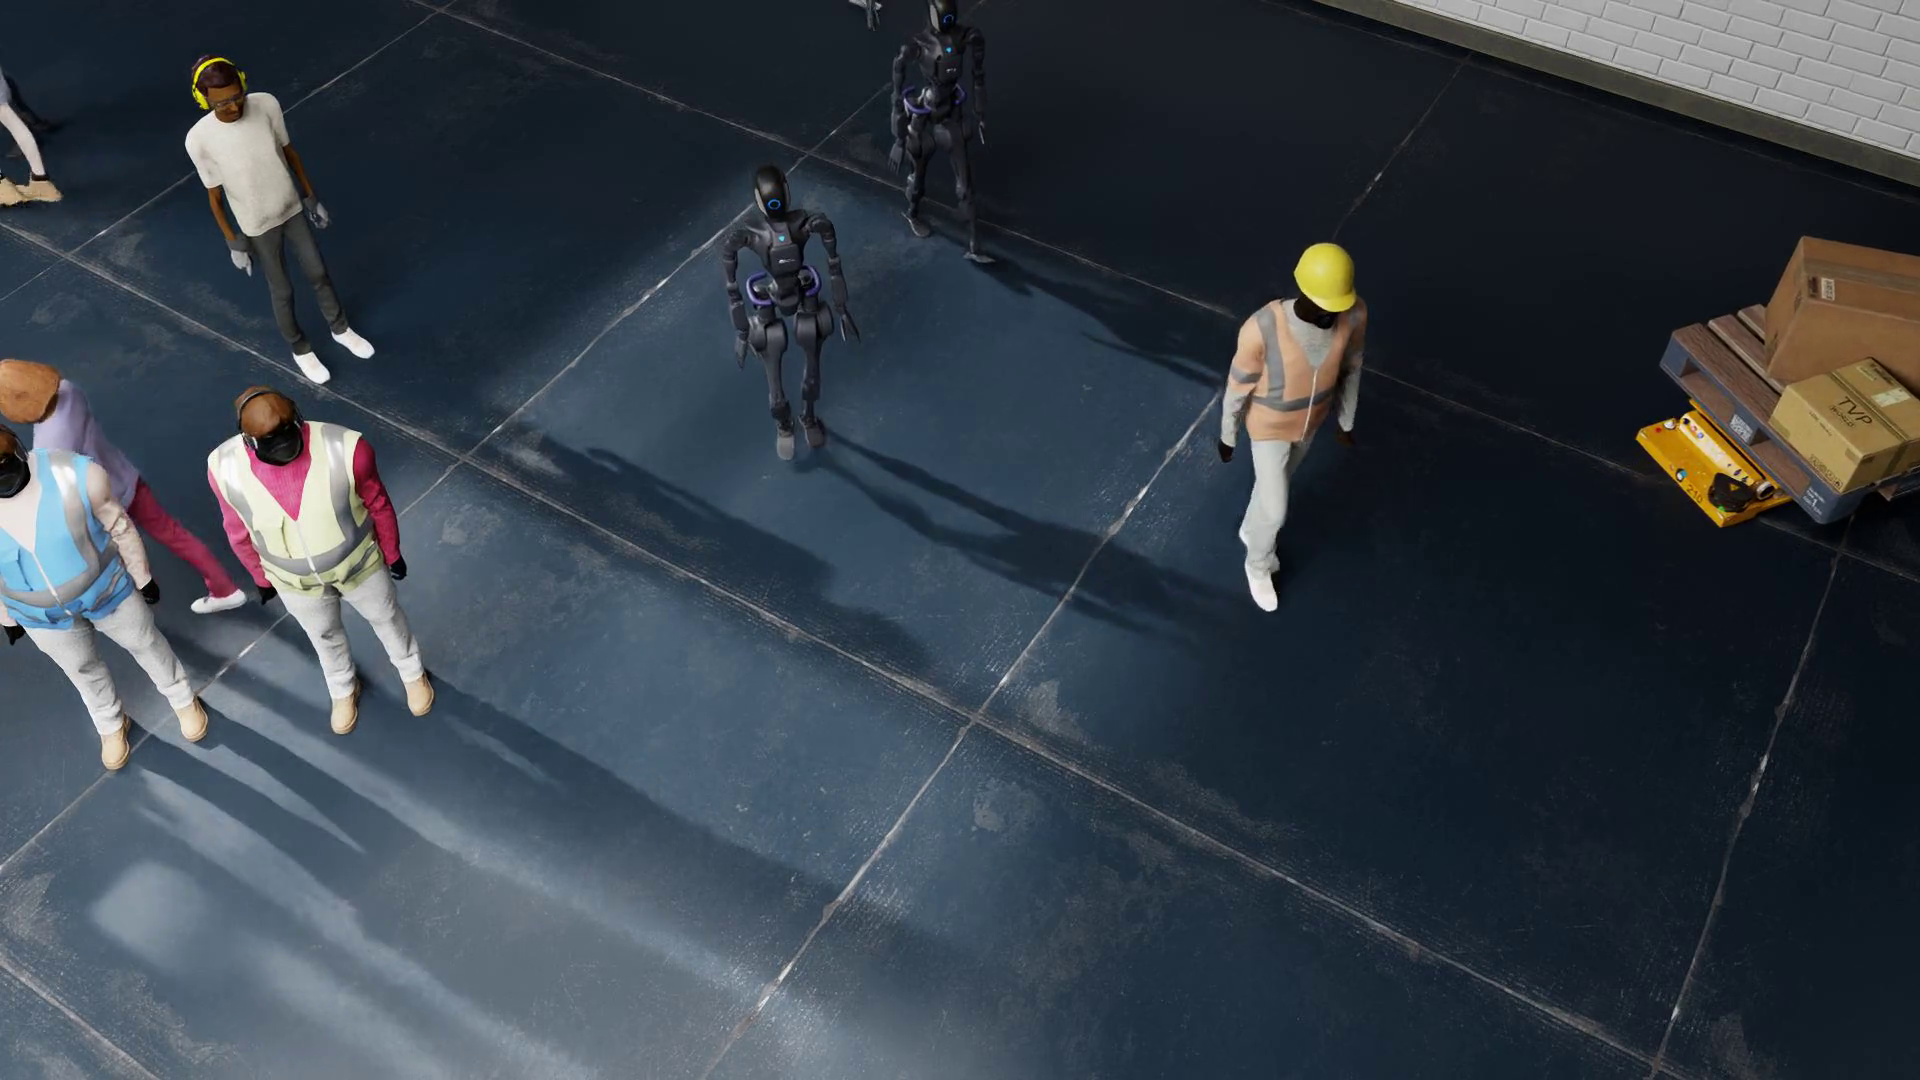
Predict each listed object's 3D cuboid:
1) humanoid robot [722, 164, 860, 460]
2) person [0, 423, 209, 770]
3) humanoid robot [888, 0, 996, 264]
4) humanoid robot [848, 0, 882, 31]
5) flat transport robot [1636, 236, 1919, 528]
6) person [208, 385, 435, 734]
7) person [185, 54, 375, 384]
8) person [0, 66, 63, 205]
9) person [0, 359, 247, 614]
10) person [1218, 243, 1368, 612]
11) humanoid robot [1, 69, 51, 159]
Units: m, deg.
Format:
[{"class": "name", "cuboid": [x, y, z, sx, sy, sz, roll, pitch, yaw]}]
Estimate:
[{"class": "humanoid robot", "cuboid": [-0.781, -1.045, 7.793, 0.599, 1.653, 0.360, -13, 50, -11]}, {"class": "person", "cuboid": [-3.507, 0.217, 6.580, 0.626, 1.846, 0.429, -19, 52, -16]}, {"class": "humanoid robot", "cuboid": [-0.099, -2.187, 8.814, 0.600, 1.623, 0.764, -23, 53, -19]}, {"class": "humanoid robot", "cuboid": [-0.573, -4.004, 10.417, 0.737, 1.895, 0.539, 27, 54, 22]}, {"class": "flat transport robot", "cuboid": [4.176, -0.537, 8.285, 1.431, 0.231, 0.659, -17, 51, -15]}, {"class": "person", "cuboid": [-2.548, 0.094, 6.687, 0.627, 1.847, 0.429, -12, 50, -10]}, {"class": "person", "cuboid": [-3.343, -1.556, 8.126, 0.339, 1.856, 0.523, 32, 56, 25]}, {"class": "person", "cuboid": [-5.505, -2.623, 9.043, 0.596, 1.870, 0.495, 10, 50, 9]}, {"class": "person", "cuboid": [-3.682, -0.171, 7.084, 0.846, 1.577, 0.511, -4, 49, -4]}, {"class": "person", "cuboid": [1.464, -0.455, 7.121, 0.610, 1.907, 0.658, -20, 52, -16]}, {"class": "humanoid robot", "cuboid": [-5.681, -2.949, 9.464, 0.356, 1.647, 0.609, -12, 50, -10]}]
